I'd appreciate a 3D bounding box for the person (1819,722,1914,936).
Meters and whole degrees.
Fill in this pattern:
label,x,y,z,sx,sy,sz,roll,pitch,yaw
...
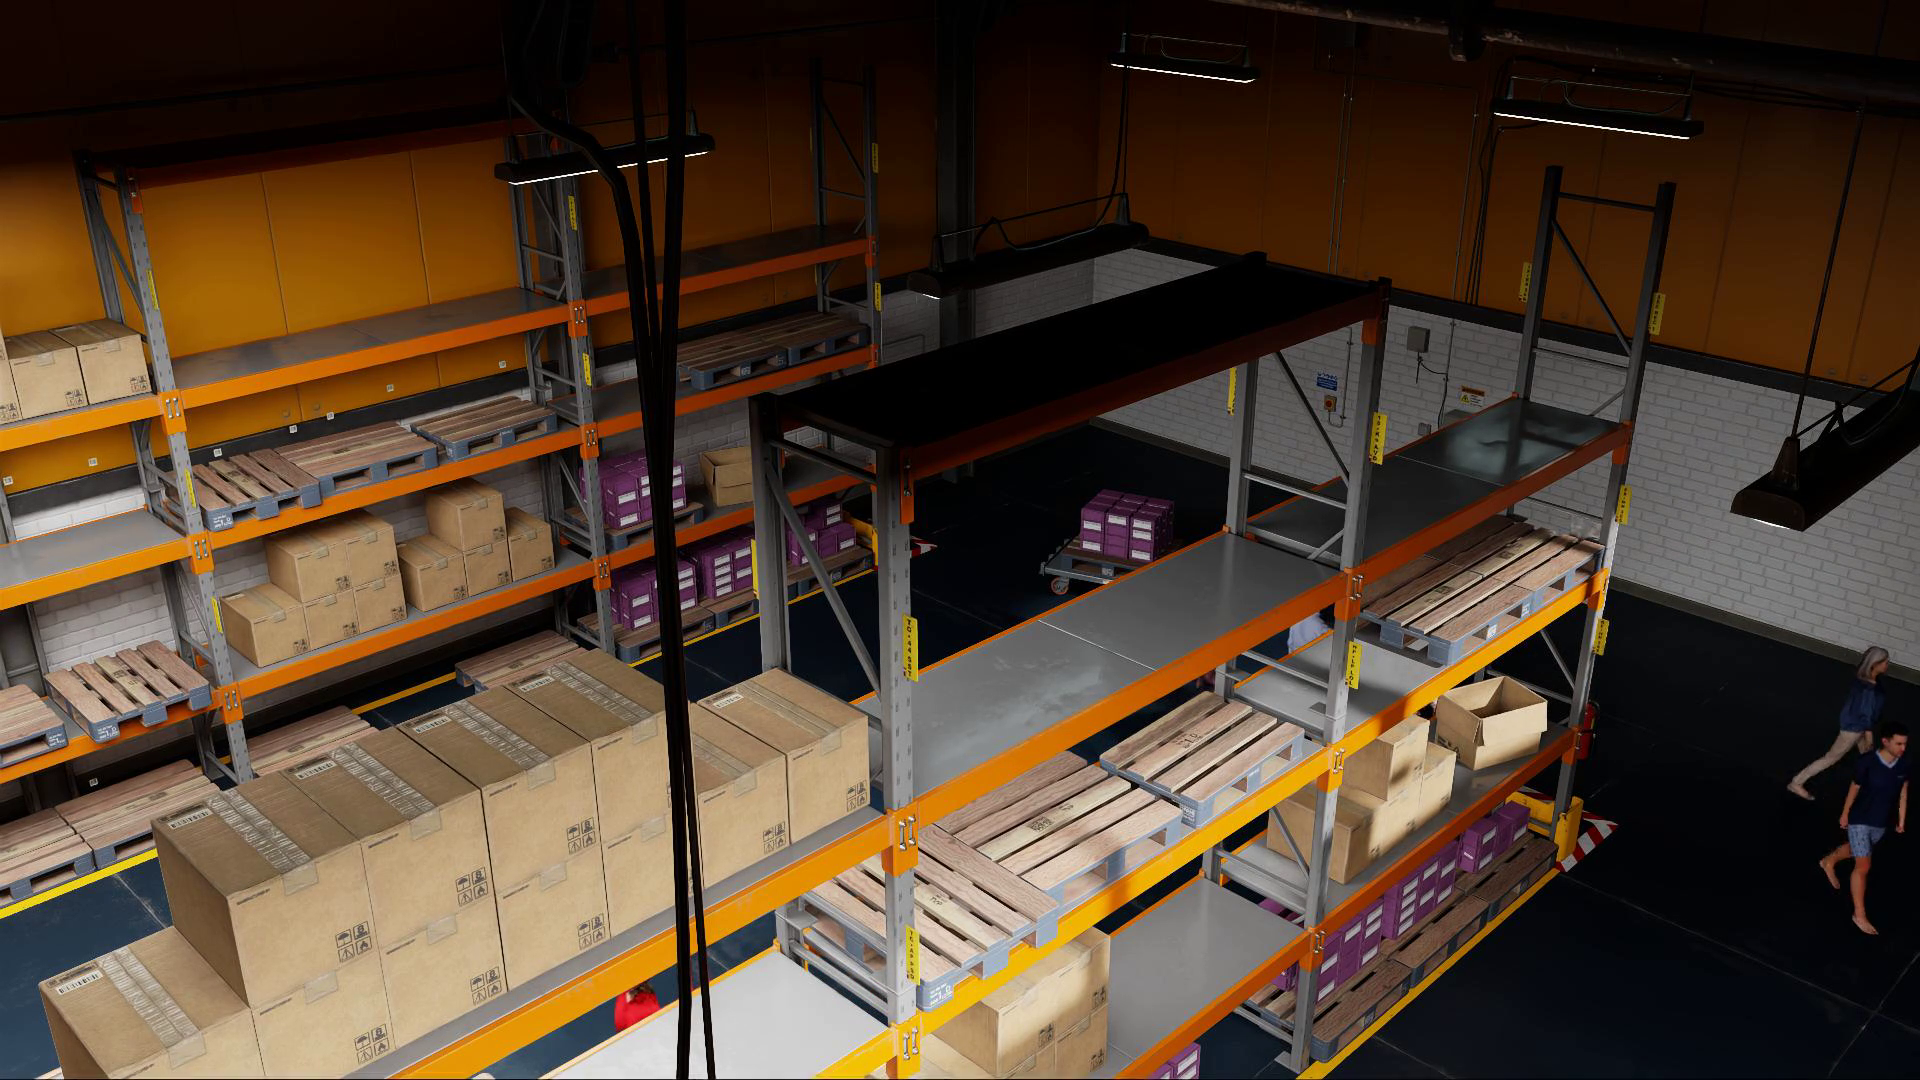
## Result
label,x,y,z,sx,sy,sz,roll,pitch,yaw
person,7.554,2.275,13.911,1.183,1.807,1.159,-3,24,-7

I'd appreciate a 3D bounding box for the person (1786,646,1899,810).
label,x,y,z,sx,sy,sz,roll,pitch,yaw
person,8.151,1.742,15.332,0.921,1.647,1.174,12,26,25

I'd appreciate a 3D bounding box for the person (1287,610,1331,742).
label,x,y,z,sx,sy,sz,roll,pitch,yaw
person,3.397,1.290,16.186,0.545,1.791,0.628,-21,31,-40
